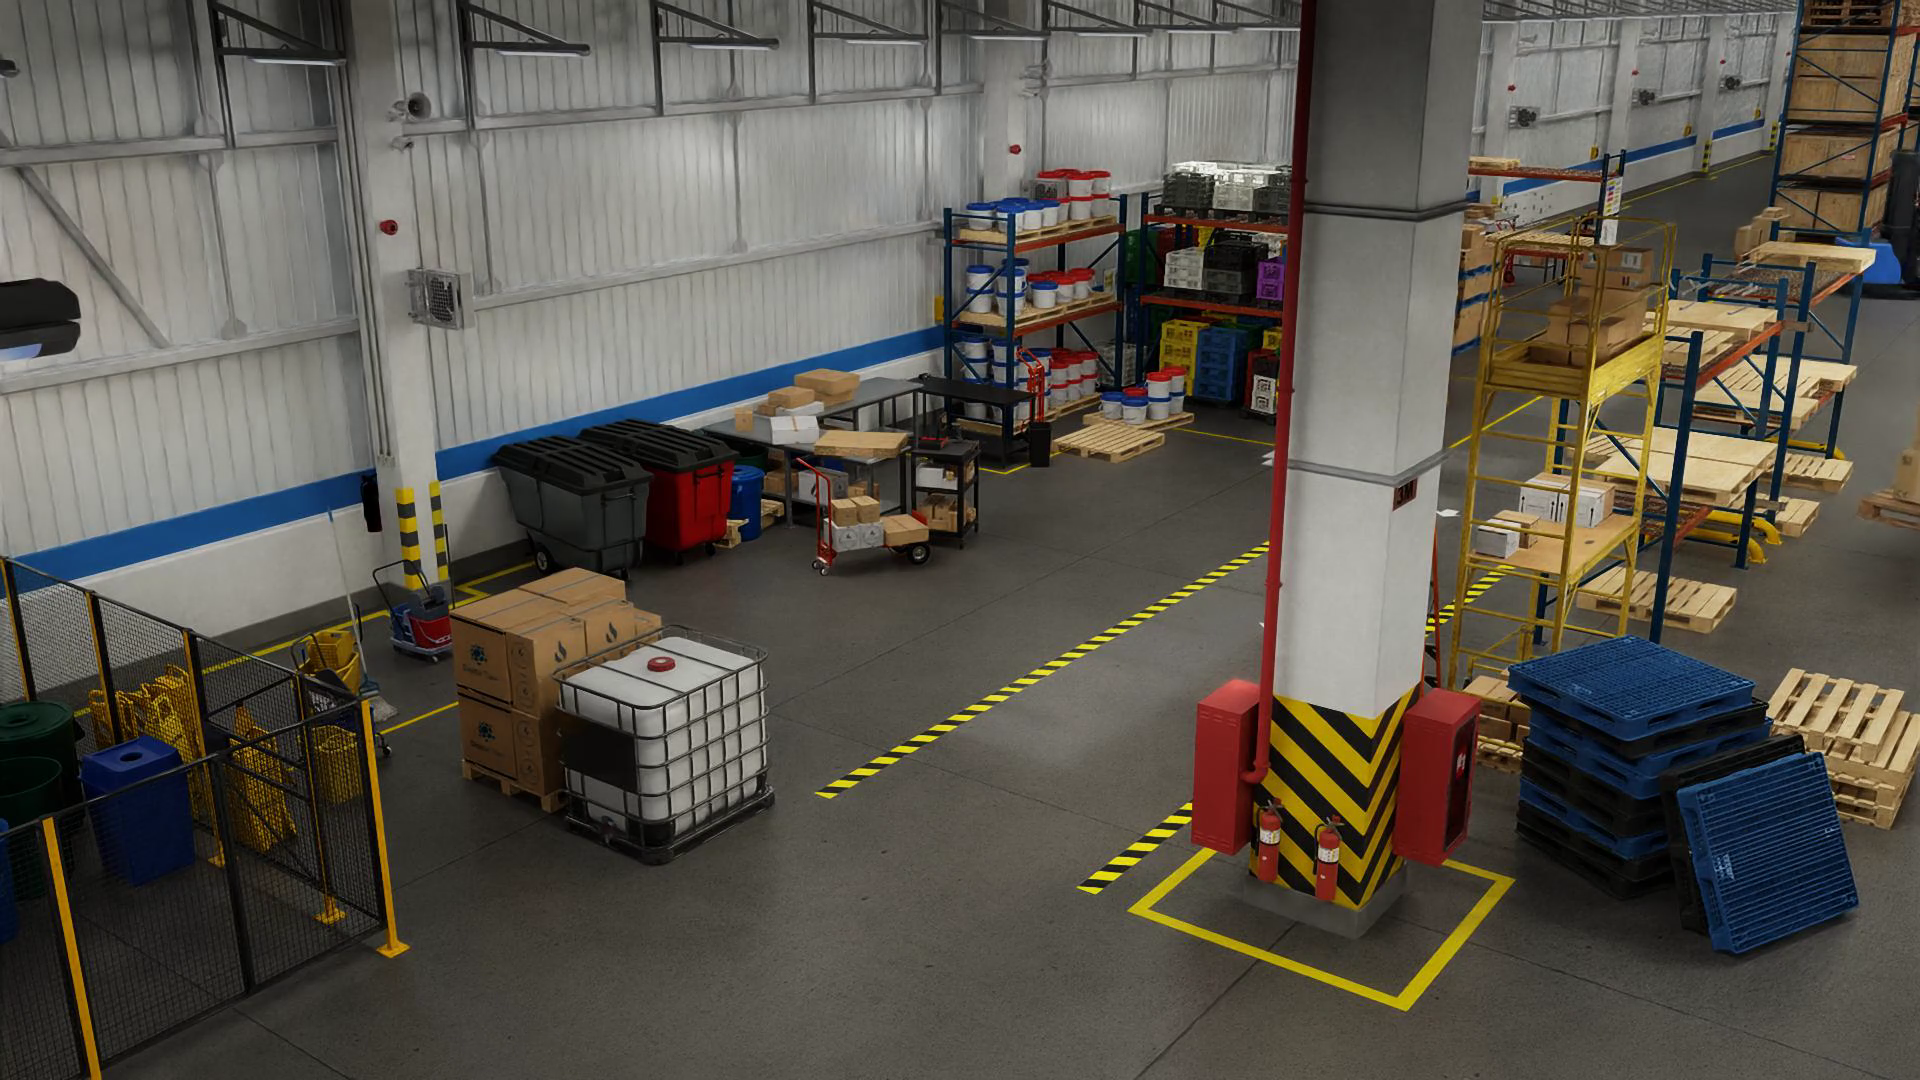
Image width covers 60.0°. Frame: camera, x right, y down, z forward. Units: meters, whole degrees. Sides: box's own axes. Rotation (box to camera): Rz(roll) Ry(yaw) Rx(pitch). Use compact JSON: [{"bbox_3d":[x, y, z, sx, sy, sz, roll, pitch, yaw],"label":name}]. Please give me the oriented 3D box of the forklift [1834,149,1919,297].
[{"bbox_3d":[18.357,-6.218,32.652,1.873,2.768,1.129,4,19,13],"label":"forklift"}]
